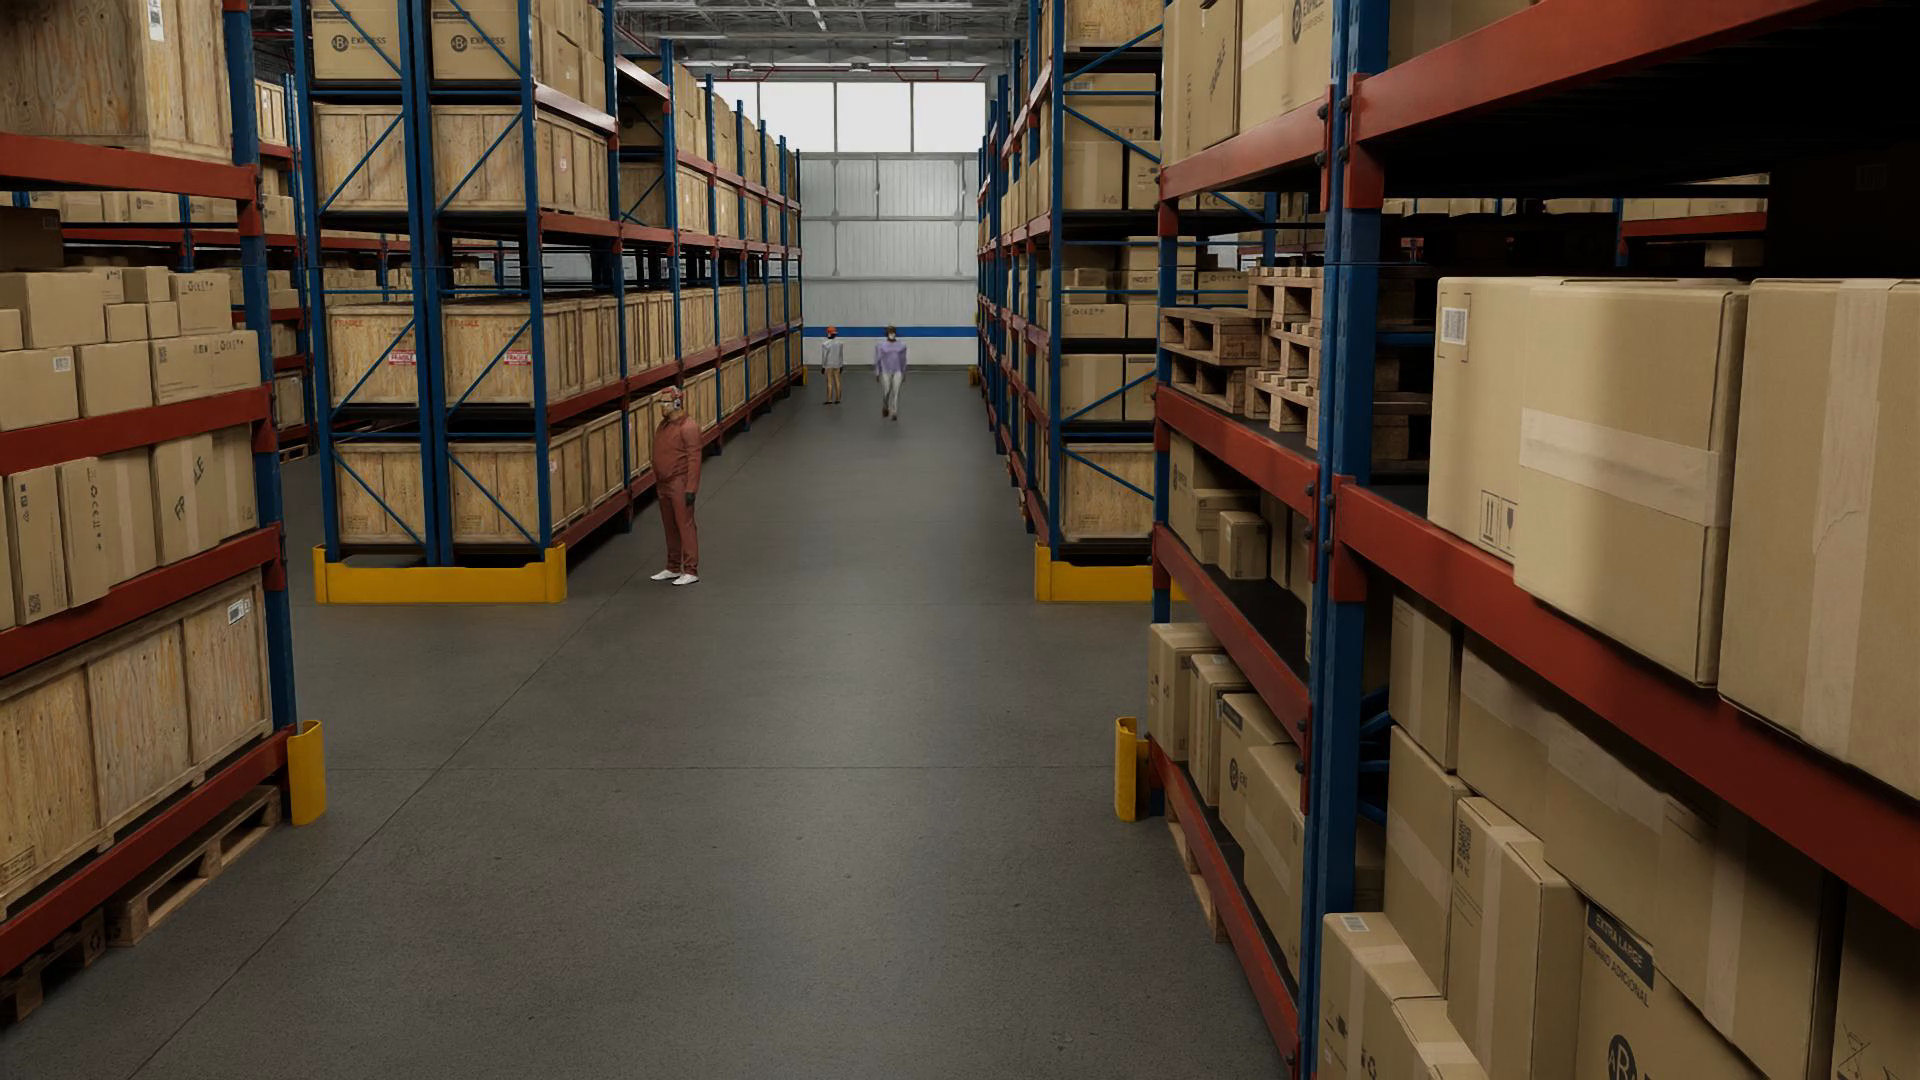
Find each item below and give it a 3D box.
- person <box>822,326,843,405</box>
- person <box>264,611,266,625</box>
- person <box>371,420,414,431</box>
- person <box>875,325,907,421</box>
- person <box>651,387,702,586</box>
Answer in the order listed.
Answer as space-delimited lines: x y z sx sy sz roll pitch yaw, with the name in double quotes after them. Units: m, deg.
-2.864 -3.901 37.206 0.573 1.755 0.319 -8 12 -40 "person"
-6.380 -0.252 14.138 1.042 1.992 0.627 0 9 0 "person"
-7.888 -1.691 23.189 0.646 1.913 0.409 -5 11 -28 "person"
-1.373 -3.349 33.313 0.633 1.918 0.465 -2 9 -12 "person"
-2.757 -0.522 16.032 0.408 1.906 0.653 -8 12 -41 "person"
